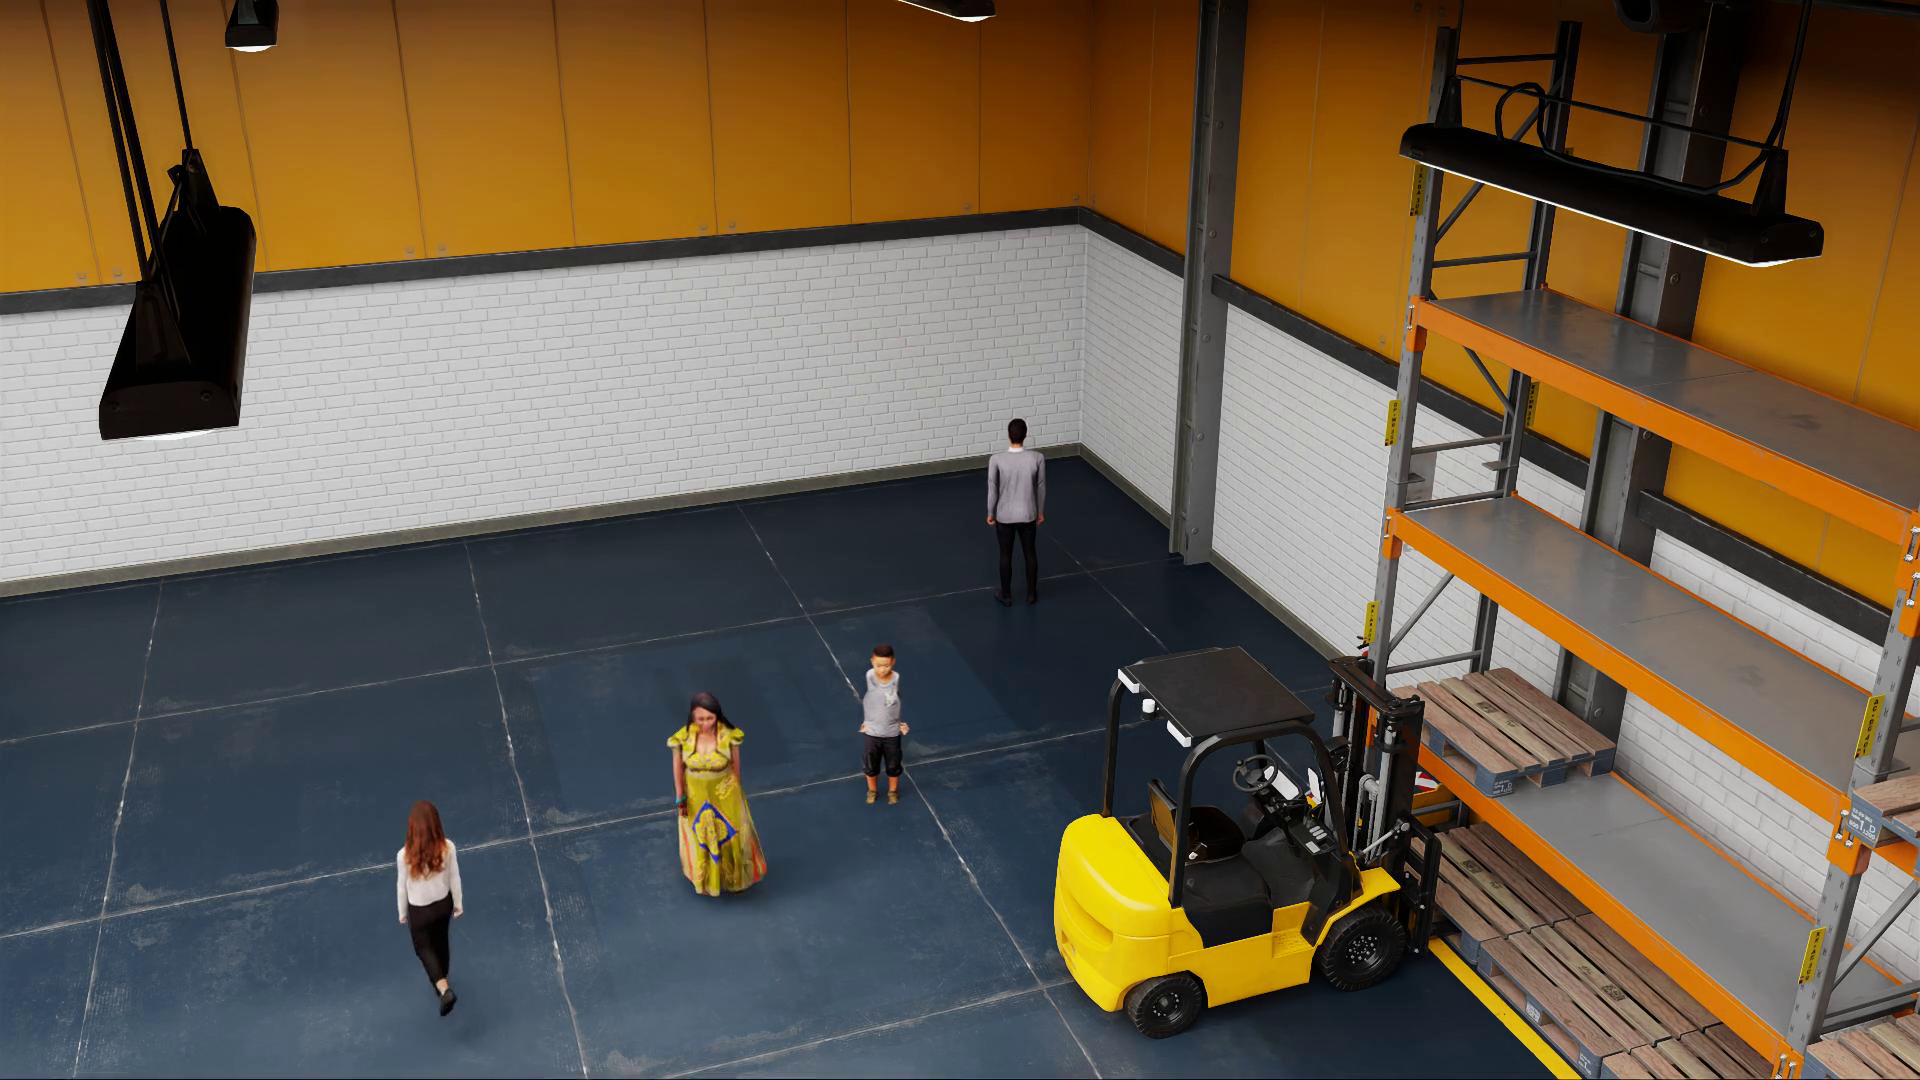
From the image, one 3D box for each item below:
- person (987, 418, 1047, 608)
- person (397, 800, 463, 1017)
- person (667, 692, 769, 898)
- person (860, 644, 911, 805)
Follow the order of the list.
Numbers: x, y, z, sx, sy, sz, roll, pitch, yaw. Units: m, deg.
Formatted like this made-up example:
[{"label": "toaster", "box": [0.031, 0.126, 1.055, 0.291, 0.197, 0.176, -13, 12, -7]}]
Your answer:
[{"label": "person", "box": [0.552, -0.265, 16.193, 0.794, 1.923, 0.723, -3, 24, -6]}, {"label": "person", "box": [-3.376, 2.393, 10.681, 0.673, 1.467, 0.887, -15, 28, -31]}, {"label": "person", "box": [-1.786, 1.776, 11.865, 0.896, 1.649, 0.862, -2, 24, -6]}, {"label": "person", "box": [-0.605, 1.400, 12.974, 0.593, 1.450, 0.578, 0, 24, 0]}]
